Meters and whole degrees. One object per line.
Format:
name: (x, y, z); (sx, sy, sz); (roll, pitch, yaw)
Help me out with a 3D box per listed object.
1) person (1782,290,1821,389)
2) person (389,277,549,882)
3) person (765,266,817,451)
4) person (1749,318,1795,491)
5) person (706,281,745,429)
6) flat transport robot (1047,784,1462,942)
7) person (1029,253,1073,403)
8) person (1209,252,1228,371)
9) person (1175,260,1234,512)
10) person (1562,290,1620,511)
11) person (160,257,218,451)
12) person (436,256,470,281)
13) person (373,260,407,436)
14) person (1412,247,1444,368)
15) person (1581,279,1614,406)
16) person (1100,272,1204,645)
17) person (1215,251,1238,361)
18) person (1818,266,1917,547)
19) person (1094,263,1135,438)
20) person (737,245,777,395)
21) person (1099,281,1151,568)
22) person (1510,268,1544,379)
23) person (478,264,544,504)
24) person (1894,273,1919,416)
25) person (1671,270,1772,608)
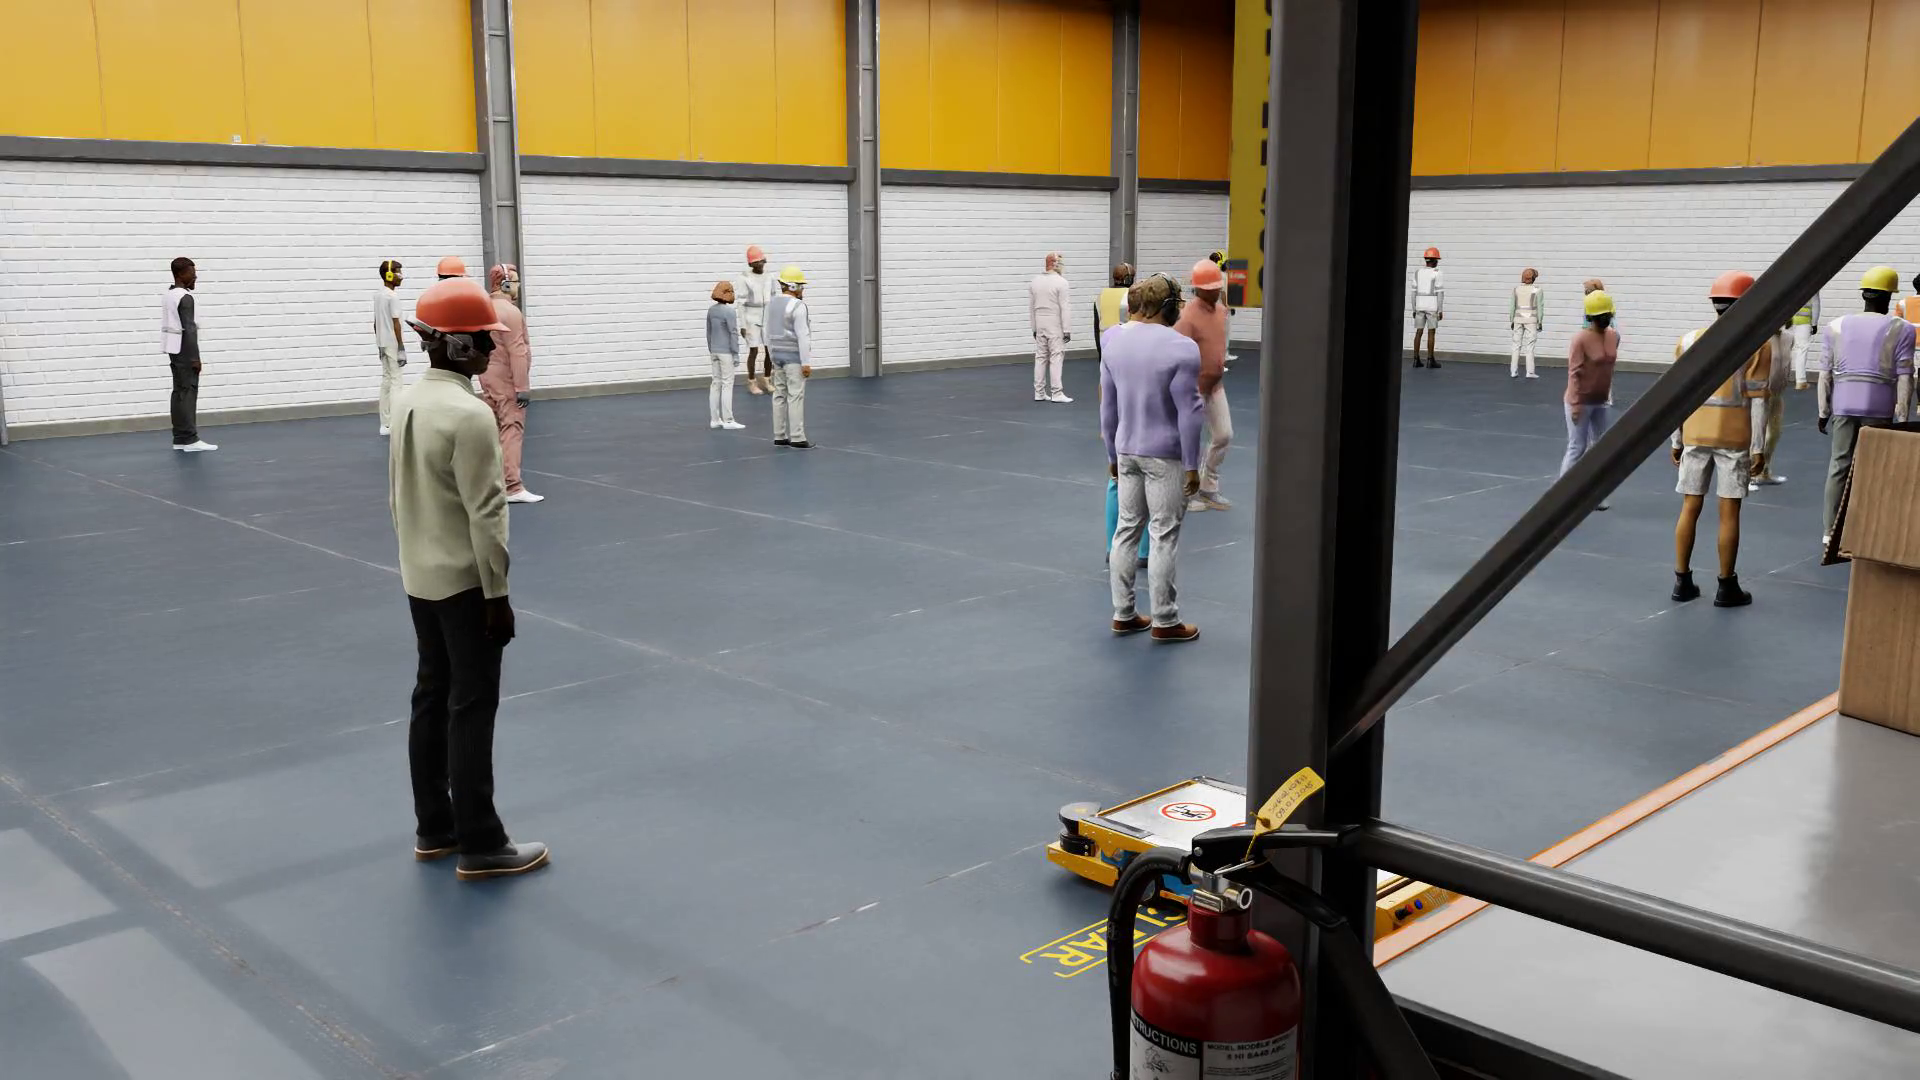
person: (11.658, -3.027, 23.202); (0.429, 1.840, 0.627); (-9, 14, -42)
person: (-1.661, 0.129, 5.562); (0.395, 1.993, 0.616); (-9, 14, -42)
person: (-1.680, -1.806, 16.570); (0.403, 1.828, 0.595); (-9, 14, -42)
person: (6.766, -1.202, 13.906); (0.605, 1.596, 0.413); (-5, 12, -26)
person: (-2.611, -2.045, 18.403); (0.271, 1.632, 0.503); (-9, 14, -42)
flat transport robot: (1.022, 1.042, 5.290); (0.652, 0.197, 1.431); (-10, 14, -44)
person: (1.188, -2.712, 21.307); (0.400, 1.905, 0.645); (-9, 14, -42)
person: (3.989, -3.584, 26.155); (0.319, 1.870, 0.521); (-9, 14, -42)
person: (1.825, -1.160, 12.728); (0.630, 1.944, 0.580); (-10, 14, -43)
person: (4.792, -1.042, 12.674); (0.543, 1.725, 0.488); (-5, 12, -26)
person: (-7.707, -1.838, 16.505); (0.383, 1.916, 0.591); (-9, 14, -42)
person: (-4.726, -1.671, 15.538); (0.377, 1.936, 0.549); (-9, 14, -42)
person: (-6.051, -2.037, 17.734); (0.319, 1.865, 0.521); (-9, 14, -42)
person: (7.550, -3.737, 26.811); (0.374, 1.934, 0.549); (-9, 14, -42)
person: (7.911, -2.450, 20.697); (0.521, 1.592, 0.580); (9, 14, 40)
person: (1.010, -0.425, 8.739); (0.362, 1.938, 0.631); (-9, 14, -42)
person: (4.456, -3.924, 28.003); (0.759, 1.874, 0.441); (-7, 12, -32)
person: (6.156, -0.892, 11.319); (0.386, 1.926, 0.591); (-9, 14, -42)
person: (1.689, -1.962, 17.389); (0.429, 1.843, 0.627); (-9, 14, -42)
person: (-2.696, -2.903, 22.088); (0.624, 1.993, 0.633); (-7, 12, -33)
person: (1.126, -0.741, 10.724); (0.381, 1.841, 0.566); (-9, 14, -42)
person: (8.466, -3.233, 24.868); (0.313, 1.639, 0.517); (-9, 14, -42)
person: (-3.622, -1.249, 13.323); (0.400, 1.907, 0.645); (-9, 14, -42)
person: (11.357, -2.323, 19.747); (0.320, 1.695, 0.538); (-9, 14, -42)
person: (4.391, -0.584, 9.615); (0.374, 1.934, 0.549); (-9, 14, -42)
